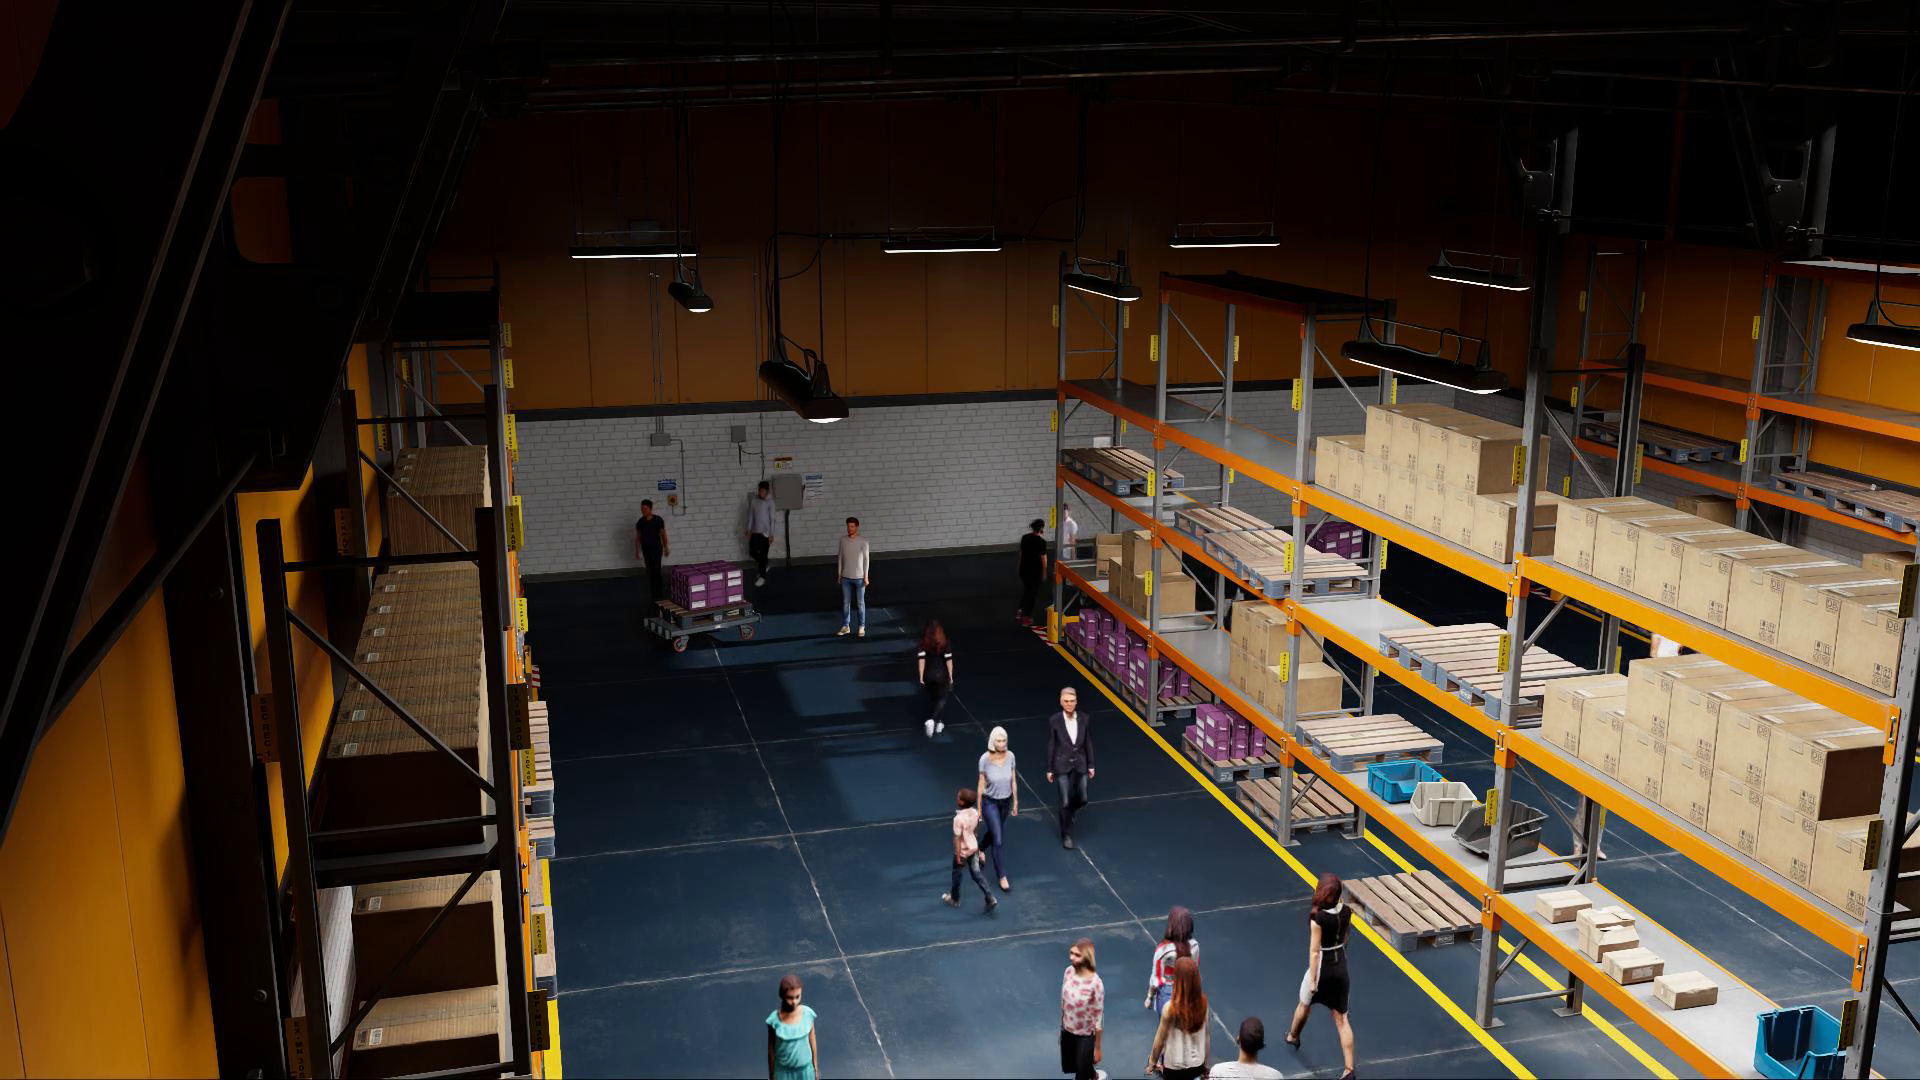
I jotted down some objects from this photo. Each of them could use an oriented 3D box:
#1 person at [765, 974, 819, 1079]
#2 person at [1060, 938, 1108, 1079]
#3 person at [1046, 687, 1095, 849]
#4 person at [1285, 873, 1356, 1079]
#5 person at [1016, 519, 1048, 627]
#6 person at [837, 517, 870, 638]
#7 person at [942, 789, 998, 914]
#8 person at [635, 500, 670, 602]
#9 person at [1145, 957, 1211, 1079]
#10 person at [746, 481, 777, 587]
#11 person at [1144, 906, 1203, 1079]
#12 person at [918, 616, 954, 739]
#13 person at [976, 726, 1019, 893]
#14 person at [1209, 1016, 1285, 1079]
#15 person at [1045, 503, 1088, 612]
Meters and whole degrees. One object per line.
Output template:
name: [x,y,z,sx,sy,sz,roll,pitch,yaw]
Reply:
person: [-1.266,3.999,12.614,0.535,1.549,0.850,-4,14,-15]
person: [1.003,3.858,13.049,0.938,1.617,0.906,13,19,43]
person: [1.218,2.468,18.404,0.767,1.799,0.932,-2,14,-7]
person: [3.084,3.647,13.653,0.726,1.744,1.179,-6,15,-23]
person: [1.102,0.544,26.499,0.740,1.728,0.838,10,17,36]
person: [-1.675,0.561,26.050,0.752,1.905,0.749,3,14,13]
person: [0.116,3.132,16.729,0.776,1.297,0.948,-13,19,-43]
person: [-5.143,0.164,27.989,0.783,1.767,0.778,2,14,10]
person: [1.729,3.969,12.407,0.705,1.704,0.808,-10,17,-35]
person: [-3.389,-0.141,28.979,0.970,1.893,1.022,7,15,28]
person: [1.787,3.775,13.469,0.820,1.581,1.124,-9,16,-33]
person: [-0.317,1.797,21.552,0.920,1.621,1.101,3,14,14]
person: [0.346,2.754,17.480,0.746,1.677,1.185,-6,15,-24]
person: [1.950,4.161,11.346,0.774,1.829,0.709,1,14,3]
person: [1.799,0.279,27.378,1.001,1.830,1.048,-12,18,-41]
